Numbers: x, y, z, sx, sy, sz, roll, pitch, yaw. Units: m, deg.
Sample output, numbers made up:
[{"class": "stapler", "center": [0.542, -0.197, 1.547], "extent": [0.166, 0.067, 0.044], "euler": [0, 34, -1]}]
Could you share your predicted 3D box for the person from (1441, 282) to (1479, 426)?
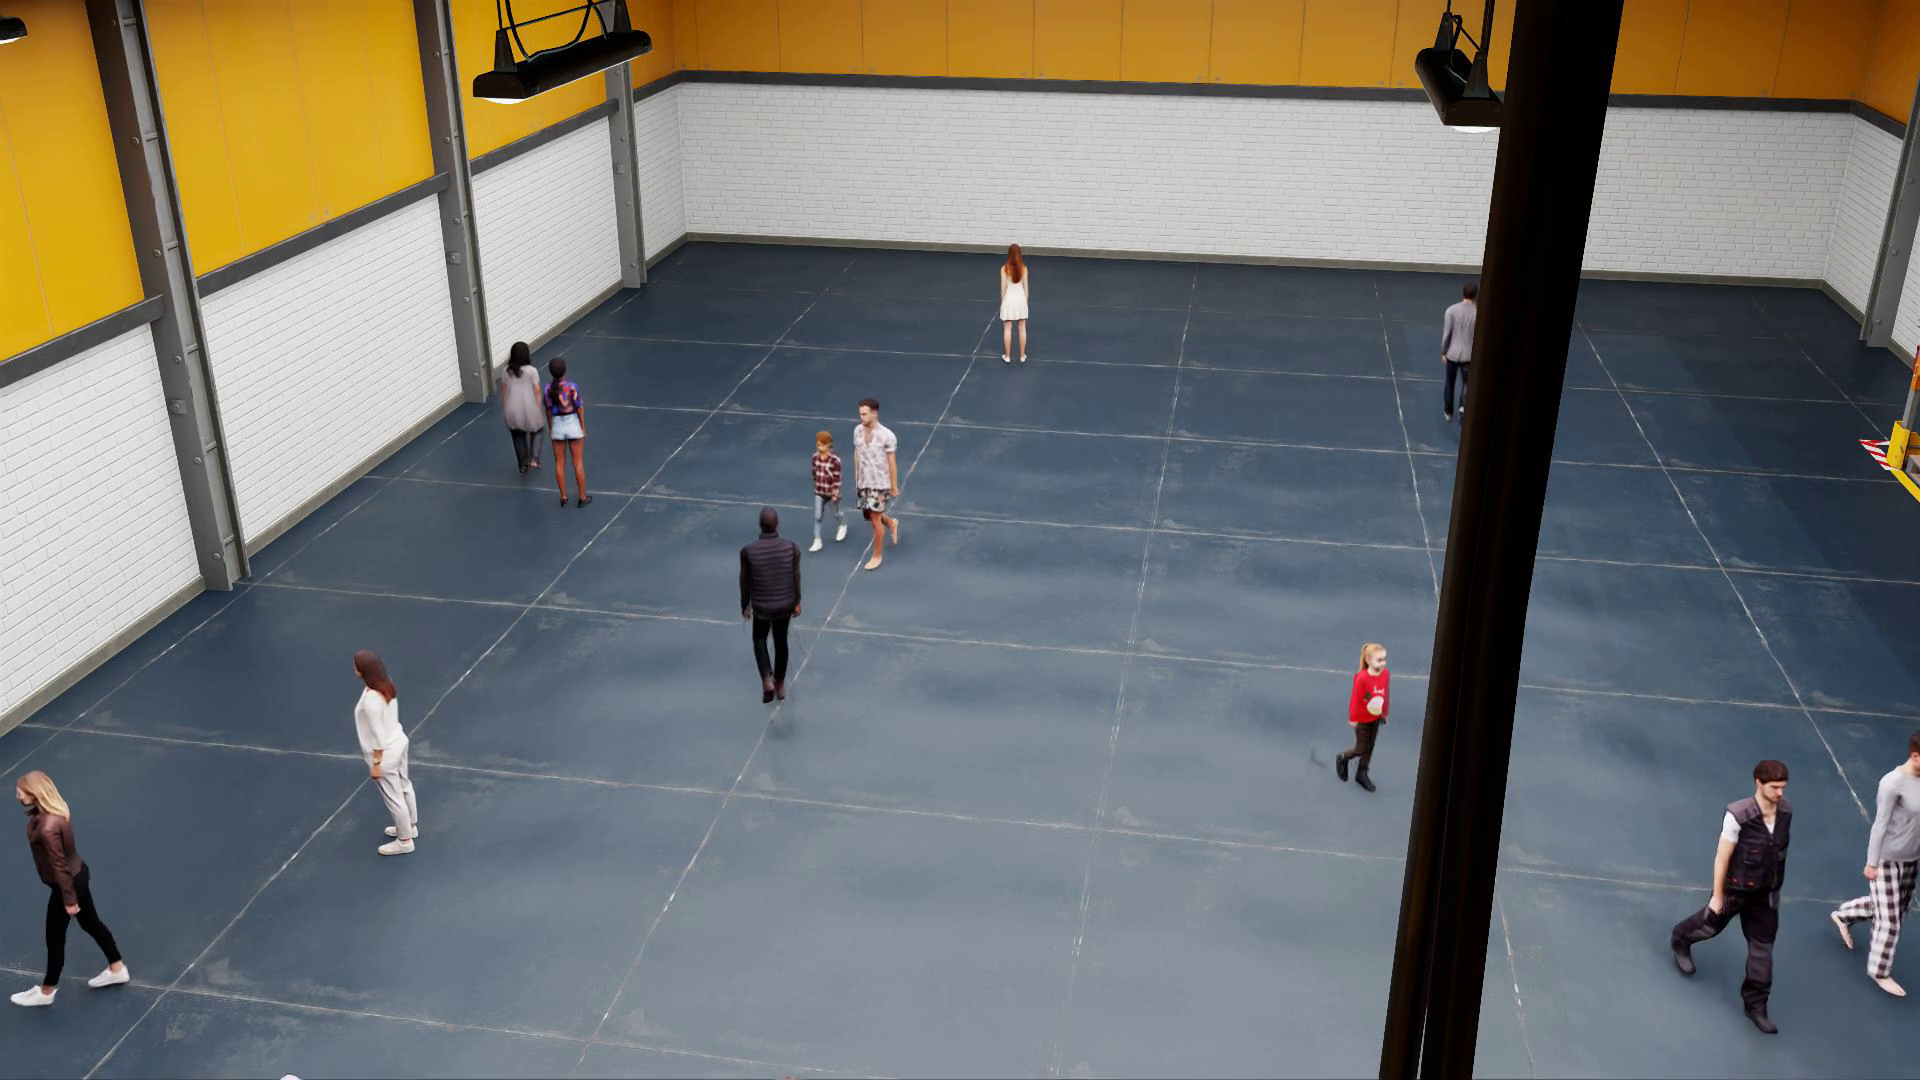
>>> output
[{"class": "person", "center": [6.380, -2.335, 21.162], "extent": [0.745, 1.850, 1.020], "euler": [7, 24, 15]}]

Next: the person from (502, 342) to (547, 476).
[{"class": "person", "center": [-5.175, -1.520, 19.618], "extent": [0.687, 1.593, 0.705], "euler": [-1, 24, -1]}]

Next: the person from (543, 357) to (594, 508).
[{"class": "person", "center": [-4.443, -1.223, 18.749], "extent": [0.621, 1.744, 0.559], "euler": [1, 24, 1]}]

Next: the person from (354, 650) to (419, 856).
[{"class": "person", "center": [-4.288, 1.566, 12.438], "extent": [0.699, 1.688, 0.540], "euler": [-1, 24, -2]}]

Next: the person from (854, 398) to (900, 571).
[{"class": "person", "center": [-0.834, -0.640, 17.362], "extent": [0.937, 1.787, 1.110], "euler": [15, 28, 31]}]

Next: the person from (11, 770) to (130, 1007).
[{"class": "person", "center": [-5.764, 2.248, 10.892], "extent": [0.966, 1.678, 0.976], "euler": [-9, 25, -20]}]

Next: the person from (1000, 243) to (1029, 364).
[{"class": "person", "center": [0.777, -3.389, 23.746], "extent": [0.606, 1.712, 0.601], "euler": [-2, 24, -4]}]

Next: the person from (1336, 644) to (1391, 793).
[{"class": "person", "center": [3.235, 1.393, 13.349], "extent": [0.644, 1.276, 0.709], "euler": [-13, 27, -27]}]

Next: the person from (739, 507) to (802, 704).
[{"class": "person", "center": [-1.619, 0.614, 14.452], "extent": [0.876, 1.820, 0.990], "euler": [-5, 24, -12]}]

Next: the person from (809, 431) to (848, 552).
[{"class": "person", "center": [-1.380, -0.556, 17.790], "extent": [0.632, 1.291, 0.917], "euler": [9, 25, 19]}]

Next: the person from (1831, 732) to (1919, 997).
[{"class": "person", "center": [6.203, 2.067, 11.117], "extent": [0.927, 1.829, 1.073], "euler": [-9, 25, -19]}]

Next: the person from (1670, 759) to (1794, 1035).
[{"class": "person", "center": [5.045, 2.201, 10.838], "extent": [0.994, 1.808, 1.290], "euler": [-5, 24, -11]}]
